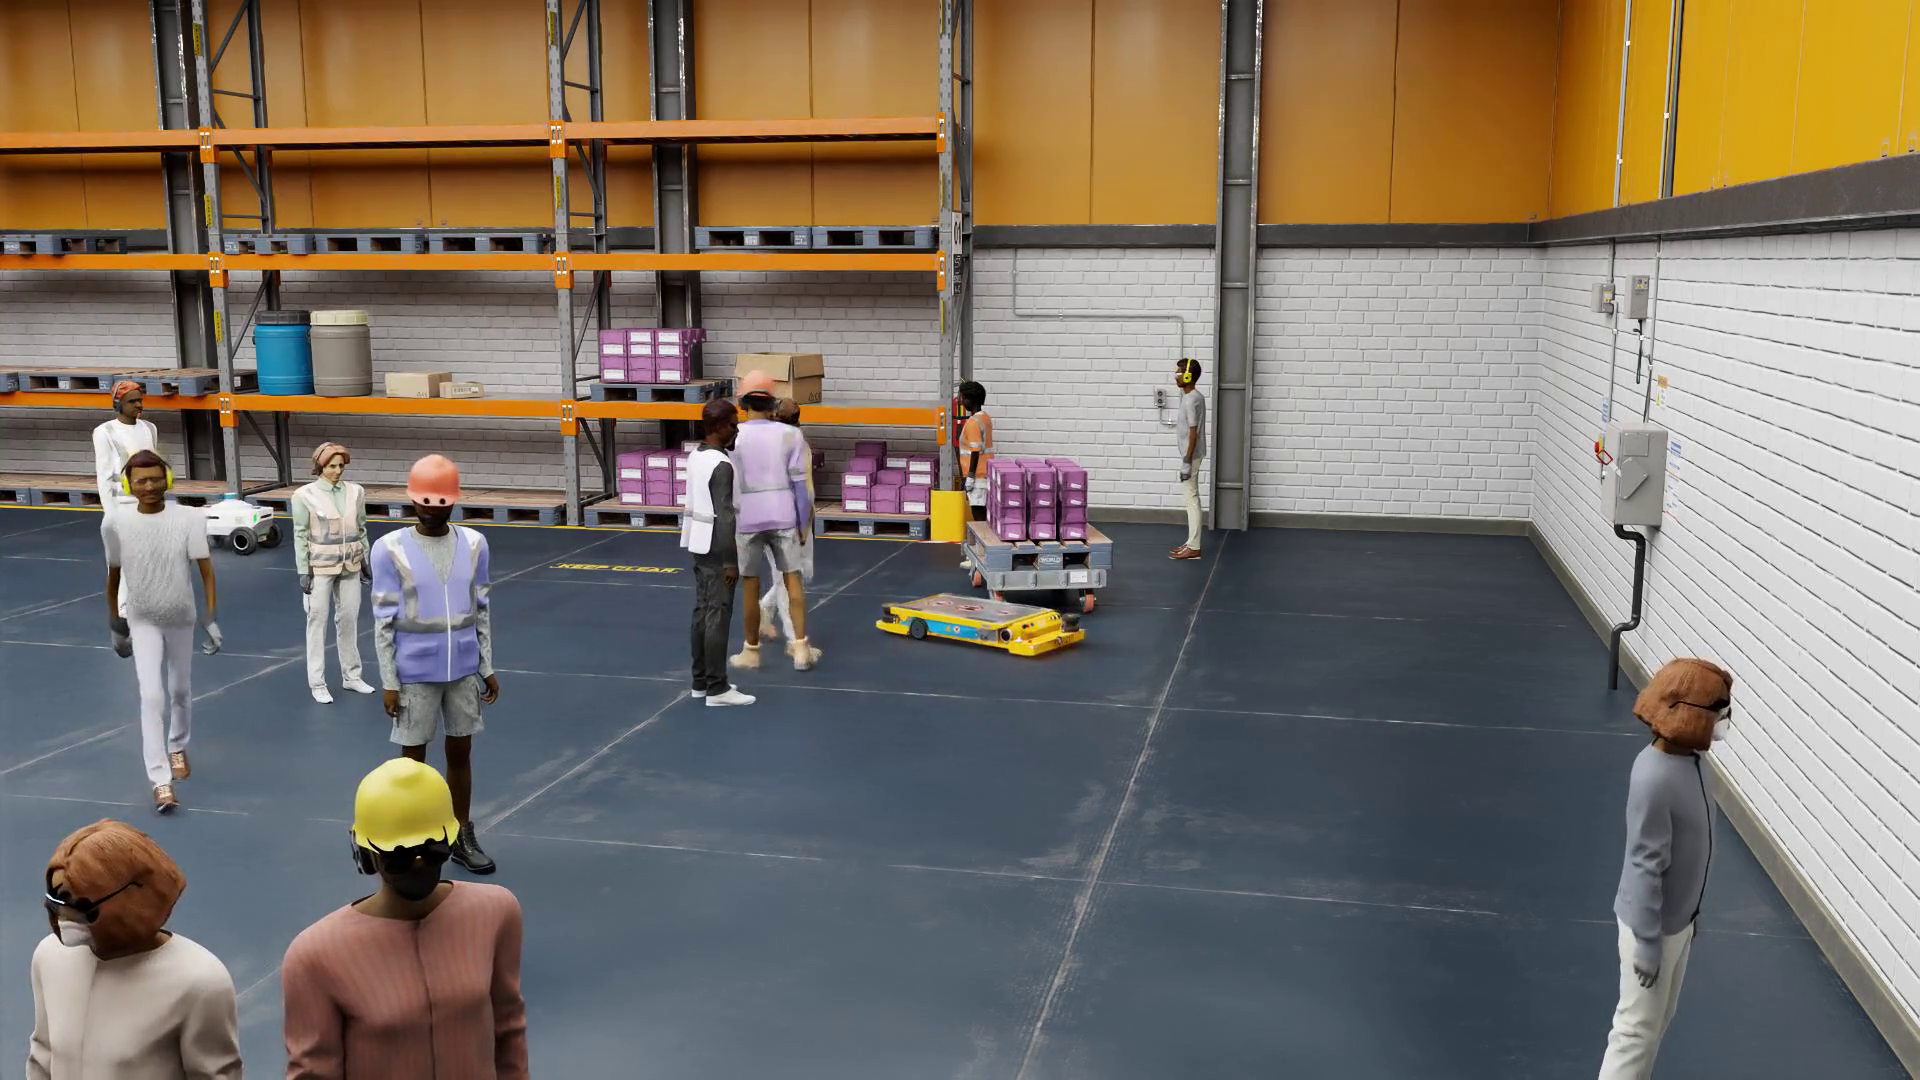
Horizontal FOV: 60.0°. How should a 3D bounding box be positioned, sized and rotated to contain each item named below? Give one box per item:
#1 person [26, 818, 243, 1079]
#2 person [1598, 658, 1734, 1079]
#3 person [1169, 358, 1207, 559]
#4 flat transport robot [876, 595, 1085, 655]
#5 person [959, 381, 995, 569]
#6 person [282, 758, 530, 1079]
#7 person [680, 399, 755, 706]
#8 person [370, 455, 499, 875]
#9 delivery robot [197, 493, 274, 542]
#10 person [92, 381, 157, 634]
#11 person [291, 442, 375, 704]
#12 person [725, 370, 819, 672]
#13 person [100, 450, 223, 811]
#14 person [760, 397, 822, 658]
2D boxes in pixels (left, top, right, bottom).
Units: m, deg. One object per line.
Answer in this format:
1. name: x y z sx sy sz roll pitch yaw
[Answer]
1. person: -1.759 1.377 3.551 0.498 1.633 0.278 2 10 14
2. person: 2.093 1.143 4.943 0.268 1.630 0.507 7 12 35
3. person: 2.120 -0.751 15.456 0.332 1.874 0.520 2 10 14
4. flat transport robot: 0.140 0.599 12.187 1.431 0.197 0.652 7 12 37
5. person: 0.155 -0.586 15.003 0.322 1.692 0.531 2 10 14
6. person: -1.142 1.313 3.544 0.533 1.767 0.326 -8 13 -40
7. person: -1.542 0.079 10.407 0.372 1.914 0.597 -5 11 -27
8. person: -2.317 0.578 7.412 0.542 1.930 0.375 -8 12 -40
9. delivery robot: -6.930 -0.206 15.842 0.707 0.478 0.477 2 10 10
10. person: -6.191 -0.250 12.455 0.359 1.882 0.575 3 10 16
11. person: -3.962 0.198 10.521 0.309 1.640 0.511 7 12 35
12. person: -1.370 -0.112 11.175 0.816 2.044 0.501 -2 10 -11
13. person: -4.129 0.431 8.615 0.501 1.826 0.965 -5 11 -29
14. person: -1.253 -0.101 11.747 0.738 1.824 0.645 6 11 33
